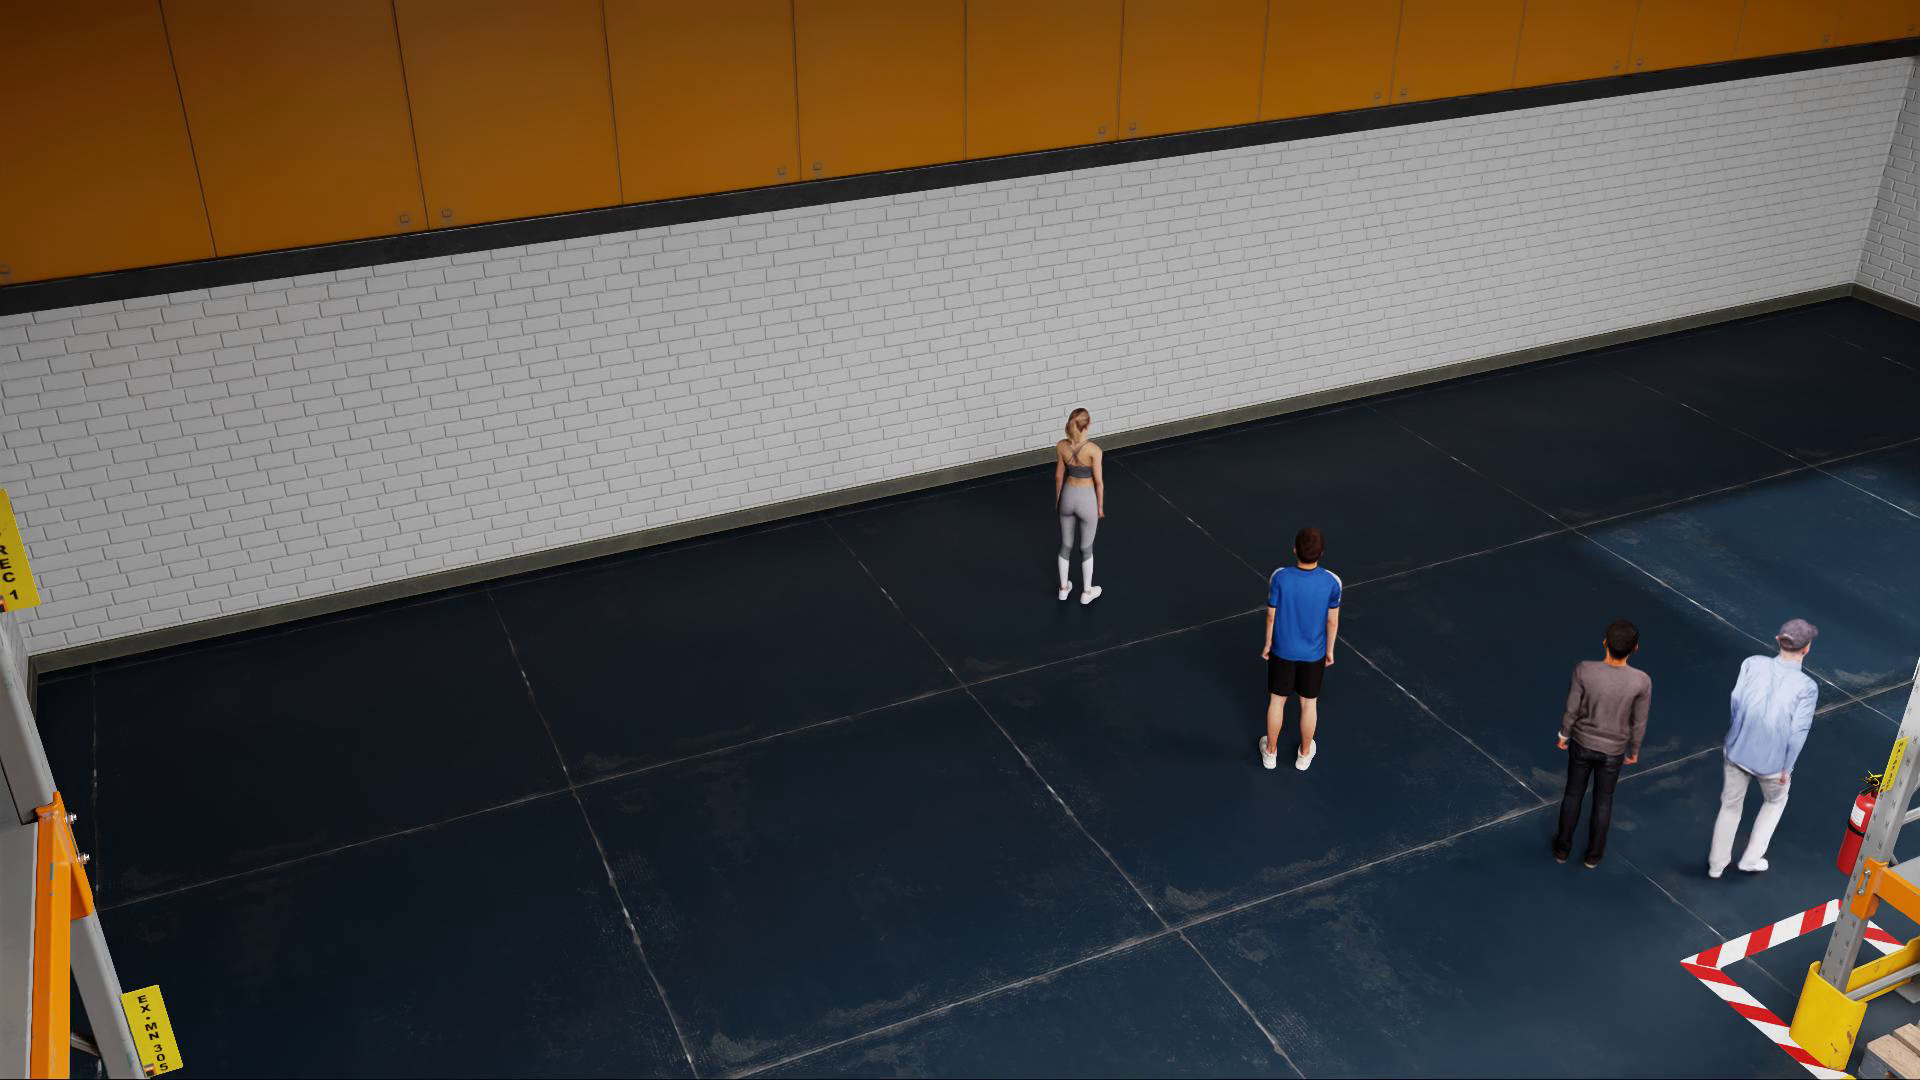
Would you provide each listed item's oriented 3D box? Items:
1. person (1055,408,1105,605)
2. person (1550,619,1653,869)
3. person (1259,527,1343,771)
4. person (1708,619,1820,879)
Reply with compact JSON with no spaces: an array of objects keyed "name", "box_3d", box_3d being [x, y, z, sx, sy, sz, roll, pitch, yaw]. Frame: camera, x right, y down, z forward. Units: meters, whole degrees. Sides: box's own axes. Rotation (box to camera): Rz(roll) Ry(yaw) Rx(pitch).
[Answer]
[{"name":"person","box_3d":[0.951,-0.281,13.408,0.654,1.703,0.722,12,31,21]},{"name":"person","box_3d":[4.013,1.286,10.469,0.762,1.766,0.694,-8,30,-14]},{"name":"person","box_3d":[2.312,0.737,11.373,0.738,1.865,0.755,4,29,7]},{"name":"person","box_3d":[4.891,1.342,10.255,0.812,1.874,0.706,-25,37,-38]}]
